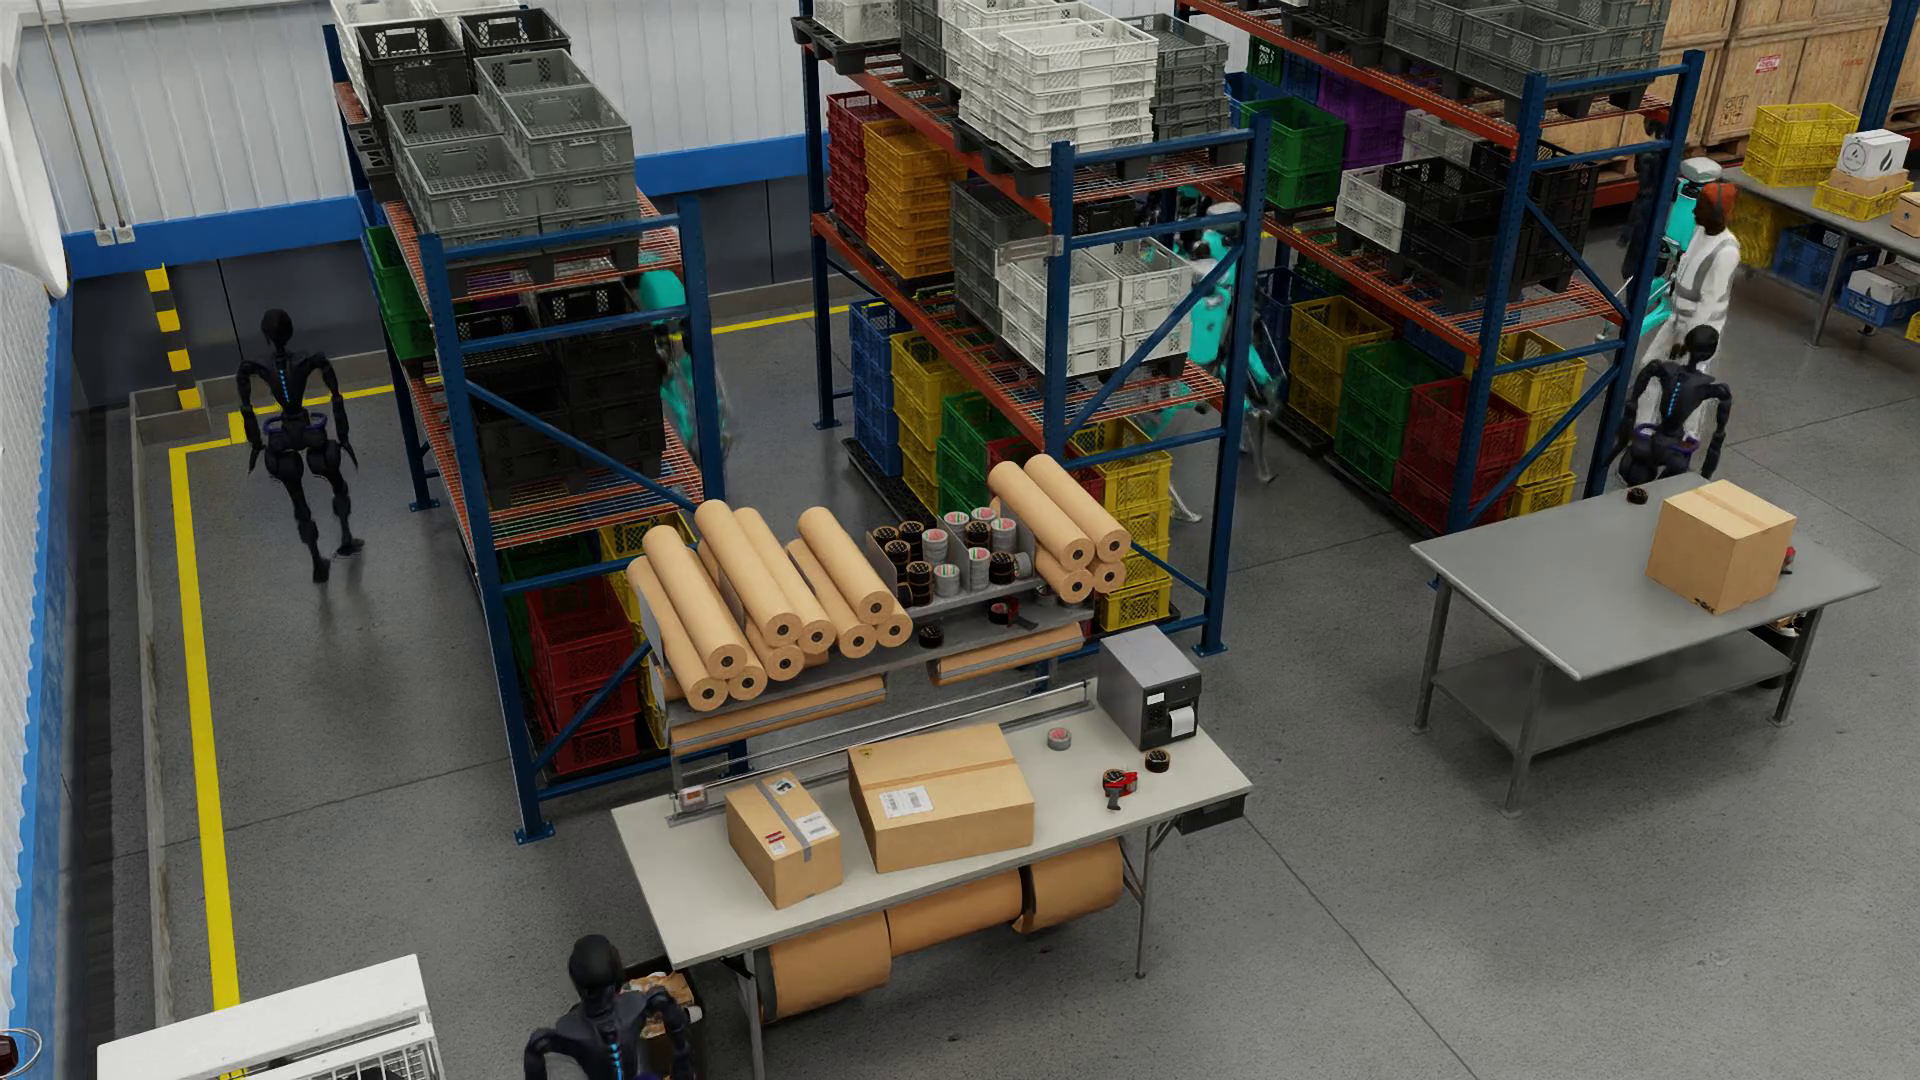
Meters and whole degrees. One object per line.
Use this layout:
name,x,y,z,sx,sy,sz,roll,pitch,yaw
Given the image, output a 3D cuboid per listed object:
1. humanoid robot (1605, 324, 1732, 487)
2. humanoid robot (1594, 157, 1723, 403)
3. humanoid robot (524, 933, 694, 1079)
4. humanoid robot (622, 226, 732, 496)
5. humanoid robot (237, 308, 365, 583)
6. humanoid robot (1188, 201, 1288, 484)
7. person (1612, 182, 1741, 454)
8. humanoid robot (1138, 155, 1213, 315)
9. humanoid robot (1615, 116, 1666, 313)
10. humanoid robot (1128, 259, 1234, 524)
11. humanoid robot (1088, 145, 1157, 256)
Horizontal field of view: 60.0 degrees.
humanoid robot,3.912,-0.435,9.341,0.611,1.645,0.481,25,39,34
humanoid robot,4.672,-1.727,11.279,0.739,1.691,0.534,-10,33,-16
humanoid robot,-1.104,1.990,5.412,0.601,1.639,0.652,-16,35,-24
humanoid robot,-1.657,-1.020,10.238,0.546,1.794,0.753,-25,39,-34
humanoid robot,-3.786,-0.548,9.517,0.591,1.652,0.386,-8,33,-13
humanoid robot,1.844,-1.161,10.545,0.573,1.870,0.844,-22,38,-31
person,4.649,-1.383,10.692,0.613,1.865,0.619,-1,32,-1
humanoid robot,1.465,-2.190,12.157,0.769,1.801,0.542,-26,40,-36
humanoid robot,5.313,-2.466,12.639,0.513,1.626,0.589,21,37,30
humanoid robot,1.231,-0.971,10.158,0.551,1.736,0.935,-19,36,-28
humanoid robot,1.206,-2.340,12.425,0.603,1.654,0.315,17,36,26
